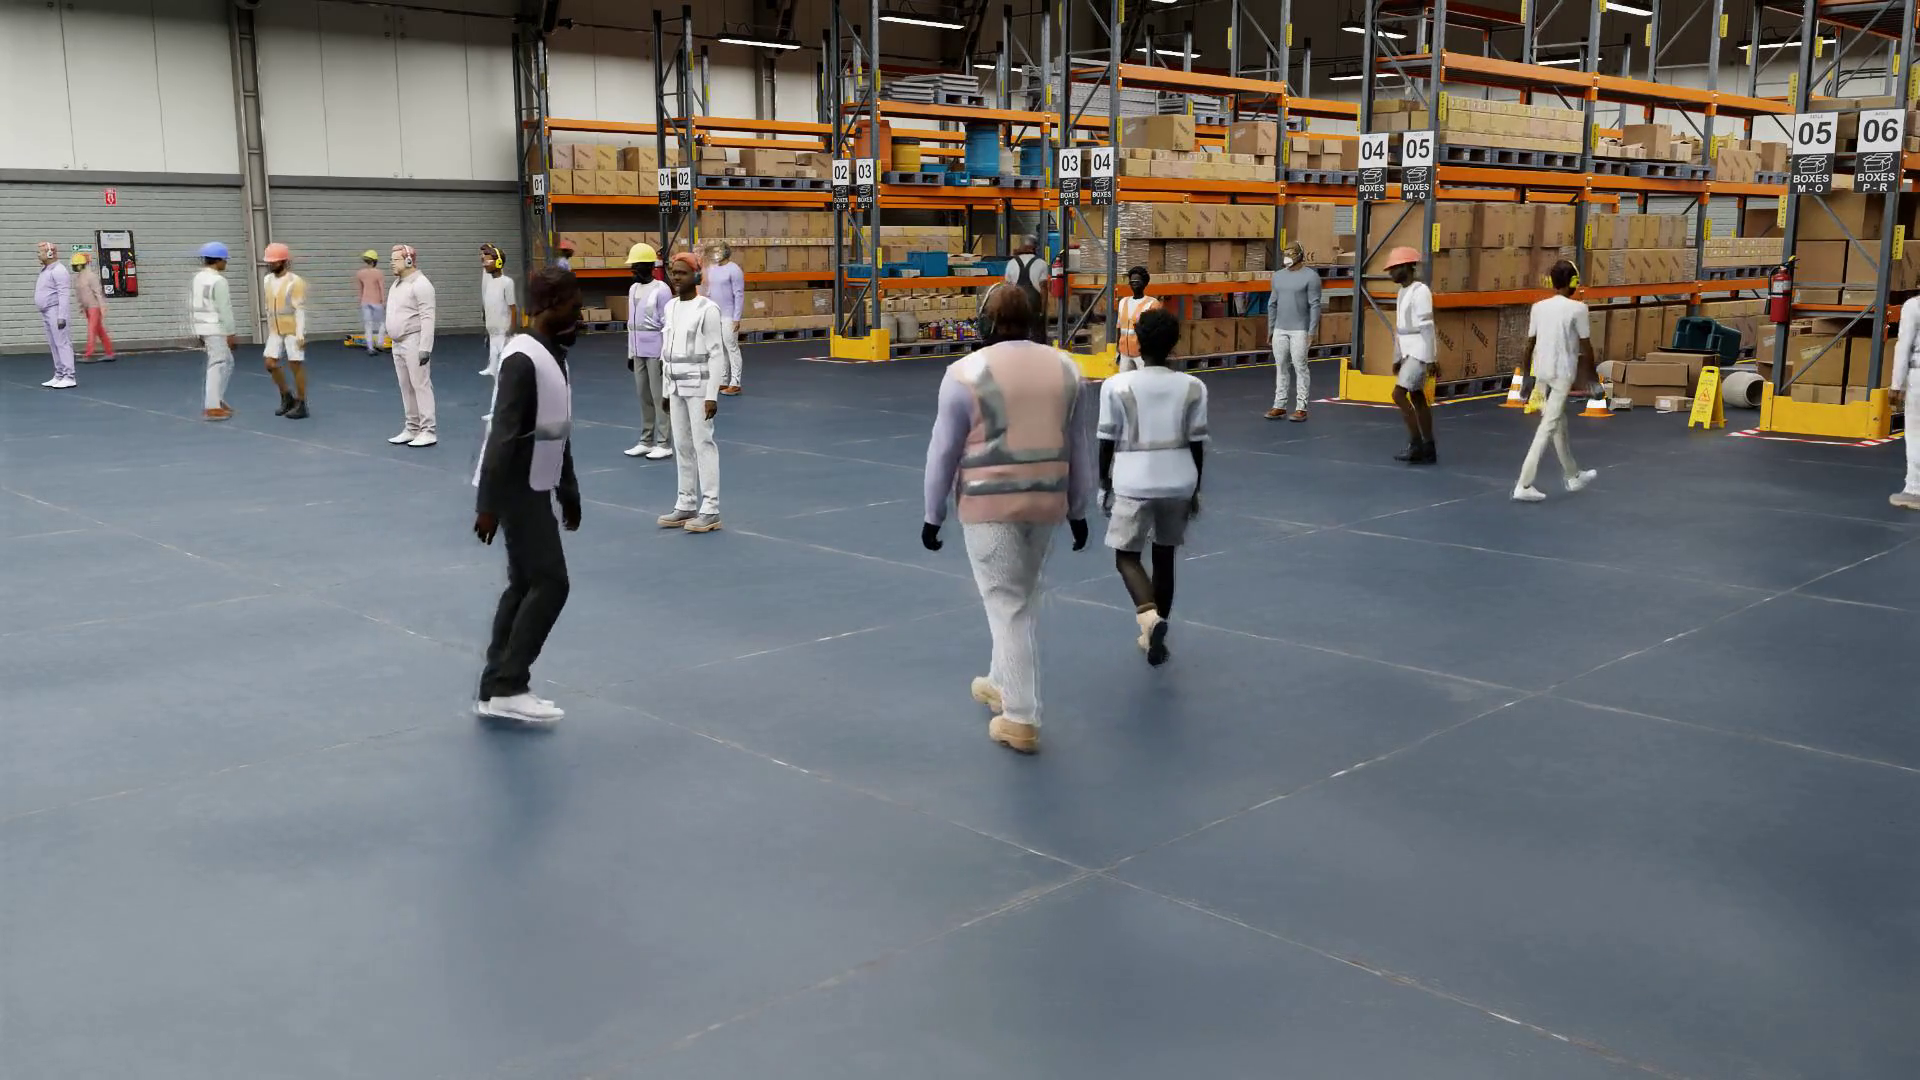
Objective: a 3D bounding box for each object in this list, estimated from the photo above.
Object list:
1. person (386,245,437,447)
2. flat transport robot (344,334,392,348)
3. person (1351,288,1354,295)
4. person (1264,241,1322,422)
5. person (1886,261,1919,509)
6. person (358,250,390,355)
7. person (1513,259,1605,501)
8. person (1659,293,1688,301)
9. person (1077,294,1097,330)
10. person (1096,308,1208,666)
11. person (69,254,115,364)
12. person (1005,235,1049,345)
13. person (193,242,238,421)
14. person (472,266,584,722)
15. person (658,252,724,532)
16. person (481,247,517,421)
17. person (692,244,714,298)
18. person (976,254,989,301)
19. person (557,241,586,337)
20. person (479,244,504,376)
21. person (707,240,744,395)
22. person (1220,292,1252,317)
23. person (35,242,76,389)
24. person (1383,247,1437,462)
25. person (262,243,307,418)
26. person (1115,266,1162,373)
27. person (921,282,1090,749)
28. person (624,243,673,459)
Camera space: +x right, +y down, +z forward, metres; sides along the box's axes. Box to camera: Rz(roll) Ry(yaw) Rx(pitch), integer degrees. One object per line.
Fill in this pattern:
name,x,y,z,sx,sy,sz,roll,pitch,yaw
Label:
person,-5.271,-1.854,15.904,0.652,1.906,0.409,10,14,44
flat transport robot,-10.478,-3.596,29.983,0.652,0.197,1.431,-10,14,-44
person,9.415,-5.964,39.189,0.834,1.590,0.514,-1,10,-3
person,3.606,-2.268,18.072,0.635,1.938,0.359,10,14,44
person,7.147,-1.165,12.245,0.580,1.868,0.423,-4,11,-19
person,-9.817,-3.982,27.908,0.554,1.747,0.481,3,11,15
person,4.608,-1.220,12.704,0.994,1.813,0.520,-5,12,-26
person,12.920,-4.391,30.080,0.909,1.790,0.597,-9,14,-42
person,2.659,-5.190,34.349,0.513,1.826,0.731,8,13,36
person,0.916,-0.228,7.701,0.532,1.676,0.663,-2,11,-12
person,-13.751,-3.651,26.267,0.544,1.708,0.762,7,12,32
person,1.053,-3.548,24.894,0.701,2.000,0.924,4,11,20
person,-8.116,-2.284,18.186,0.520,1.924,0.638,-10,14,-44
person,-1.791,-0.187,6.899,0.525,1.871,0.617,-1,10,-5
person,-1.845,-1.007,11.348,0.584,1.882,0.344,10,14,44
person,-4.970,-2.205,17.919,0.532,1.870,0.315,10,14,44
person,-3.917,-3.460,24.752,0.676,1.862,0.966,9,14,41
person,0.512,-4.807,32.750,0.507,1.632,0.273,10,14,44
person,-7.957,-4.982,33.014,0.880,1.903,0.542,-3,11,-15
person,-6.714,-3.293,23.857,0.532,1.867,0.315,10,14,44
person,-2.977,-2.807,21.006,0.635,1.939,0.359,10,14,44
person,4.692,-4.202,28.326,0.615,2.044,0.369,10,14,44
person,-11.982,-2.968,21.979,0.652,1.906,0.409,10,14,44
person,4.009,-1.638,14.741,0.561,1.898,0.568,0,10,0
person,-7.399,-2.291,18.240,0.559,1.913,0.461,4,11,19
person,1.743,-1.842,16.405,0.541,1.698,0.315,10,14,44
person,0.138,-0.121,6.719,0.647,1.807,0.833,-6,12,-30
person,-2.820,-1.702,15.014,0.594,1.925,0.369,10,14,44
